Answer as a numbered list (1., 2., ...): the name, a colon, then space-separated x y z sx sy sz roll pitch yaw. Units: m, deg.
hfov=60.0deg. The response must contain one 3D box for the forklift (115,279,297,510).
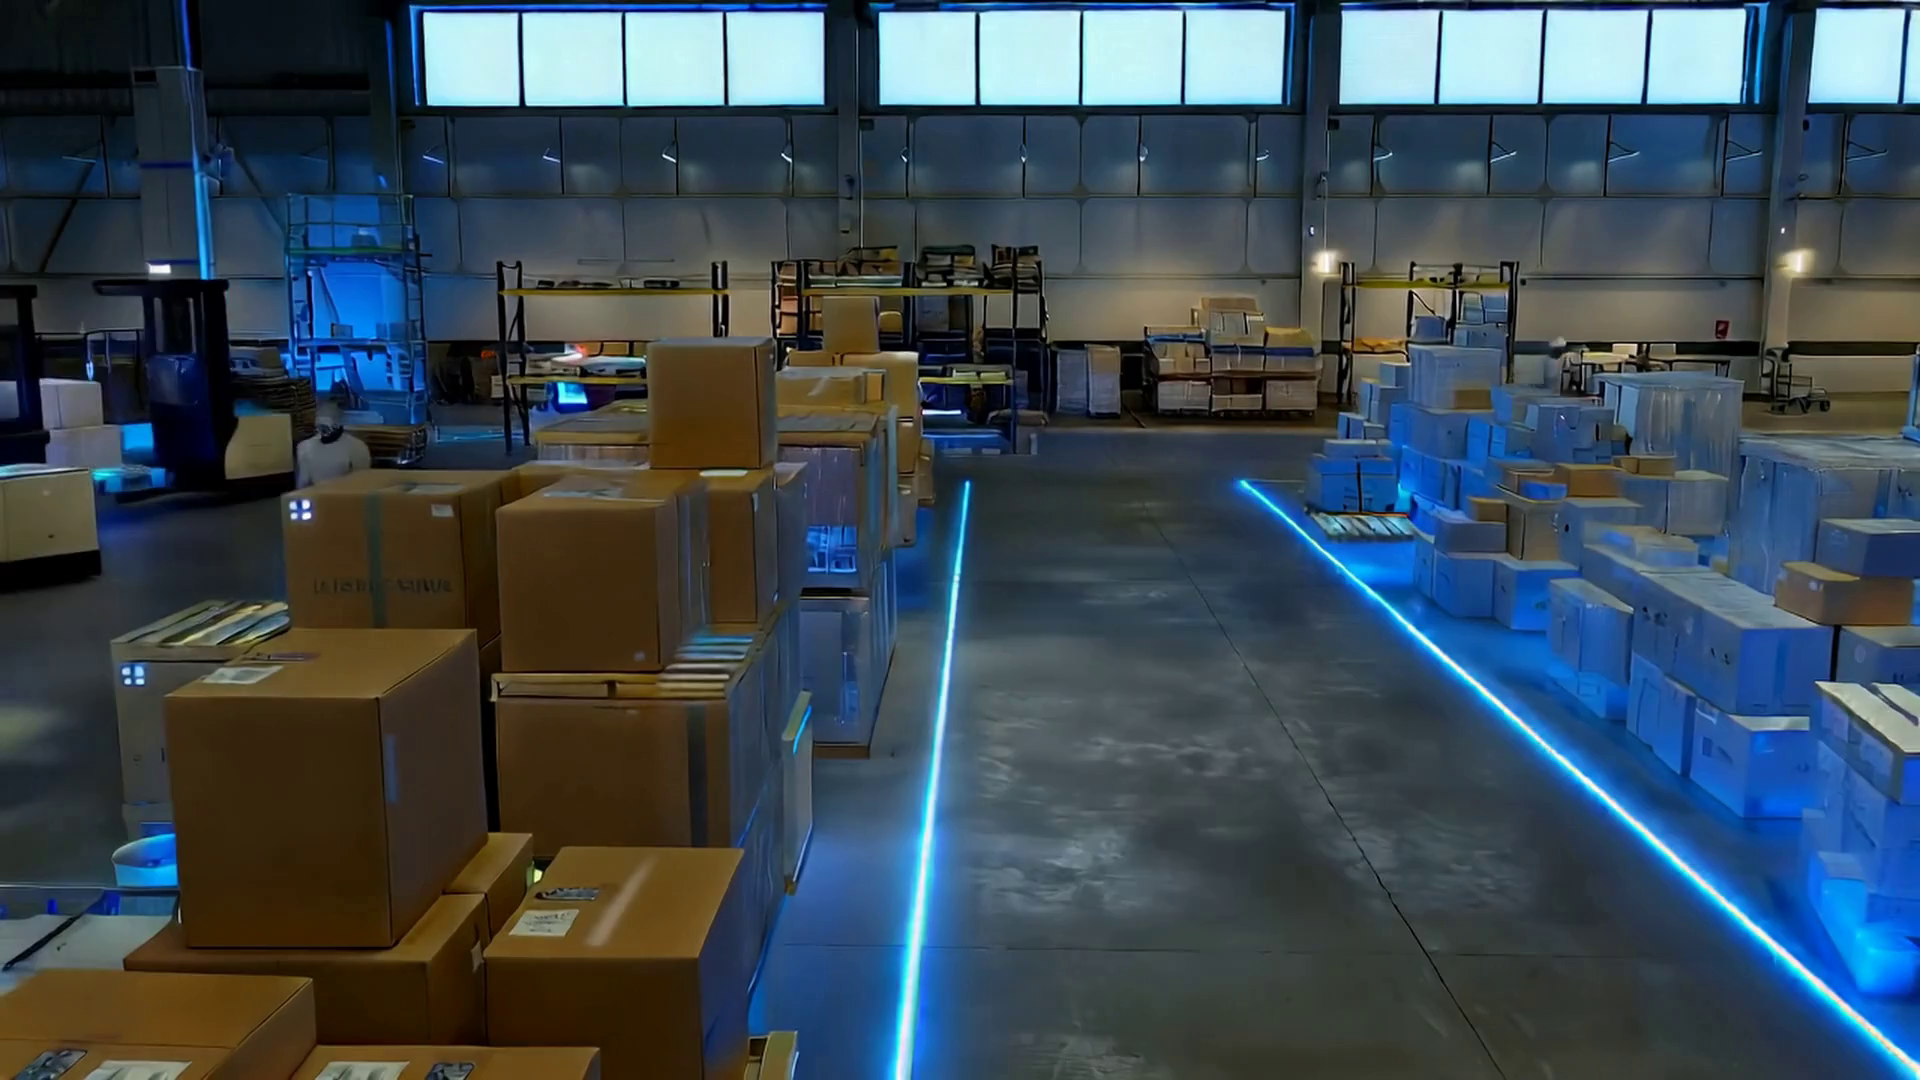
1. forklift: -9.571 -1.901 21.024 1.129 2.768 1.873 6 11 32

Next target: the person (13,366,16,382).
1. person: -10.859 -1.186 19.640 0.647 1.915 0.730 1 10 5

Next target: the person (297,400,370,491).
1. person: -5.108 -0.203 13.701 0.631 1.920 0.729 3 10 15

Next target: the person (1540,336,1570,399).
1. person: 9.040 -2.167 25.525 0.528 1.915 0.559 2 10 14

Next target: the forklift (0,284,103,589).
1. forklift: -9.182 -1.025 15.774 1.873 2.768 1.129 7 12 38
